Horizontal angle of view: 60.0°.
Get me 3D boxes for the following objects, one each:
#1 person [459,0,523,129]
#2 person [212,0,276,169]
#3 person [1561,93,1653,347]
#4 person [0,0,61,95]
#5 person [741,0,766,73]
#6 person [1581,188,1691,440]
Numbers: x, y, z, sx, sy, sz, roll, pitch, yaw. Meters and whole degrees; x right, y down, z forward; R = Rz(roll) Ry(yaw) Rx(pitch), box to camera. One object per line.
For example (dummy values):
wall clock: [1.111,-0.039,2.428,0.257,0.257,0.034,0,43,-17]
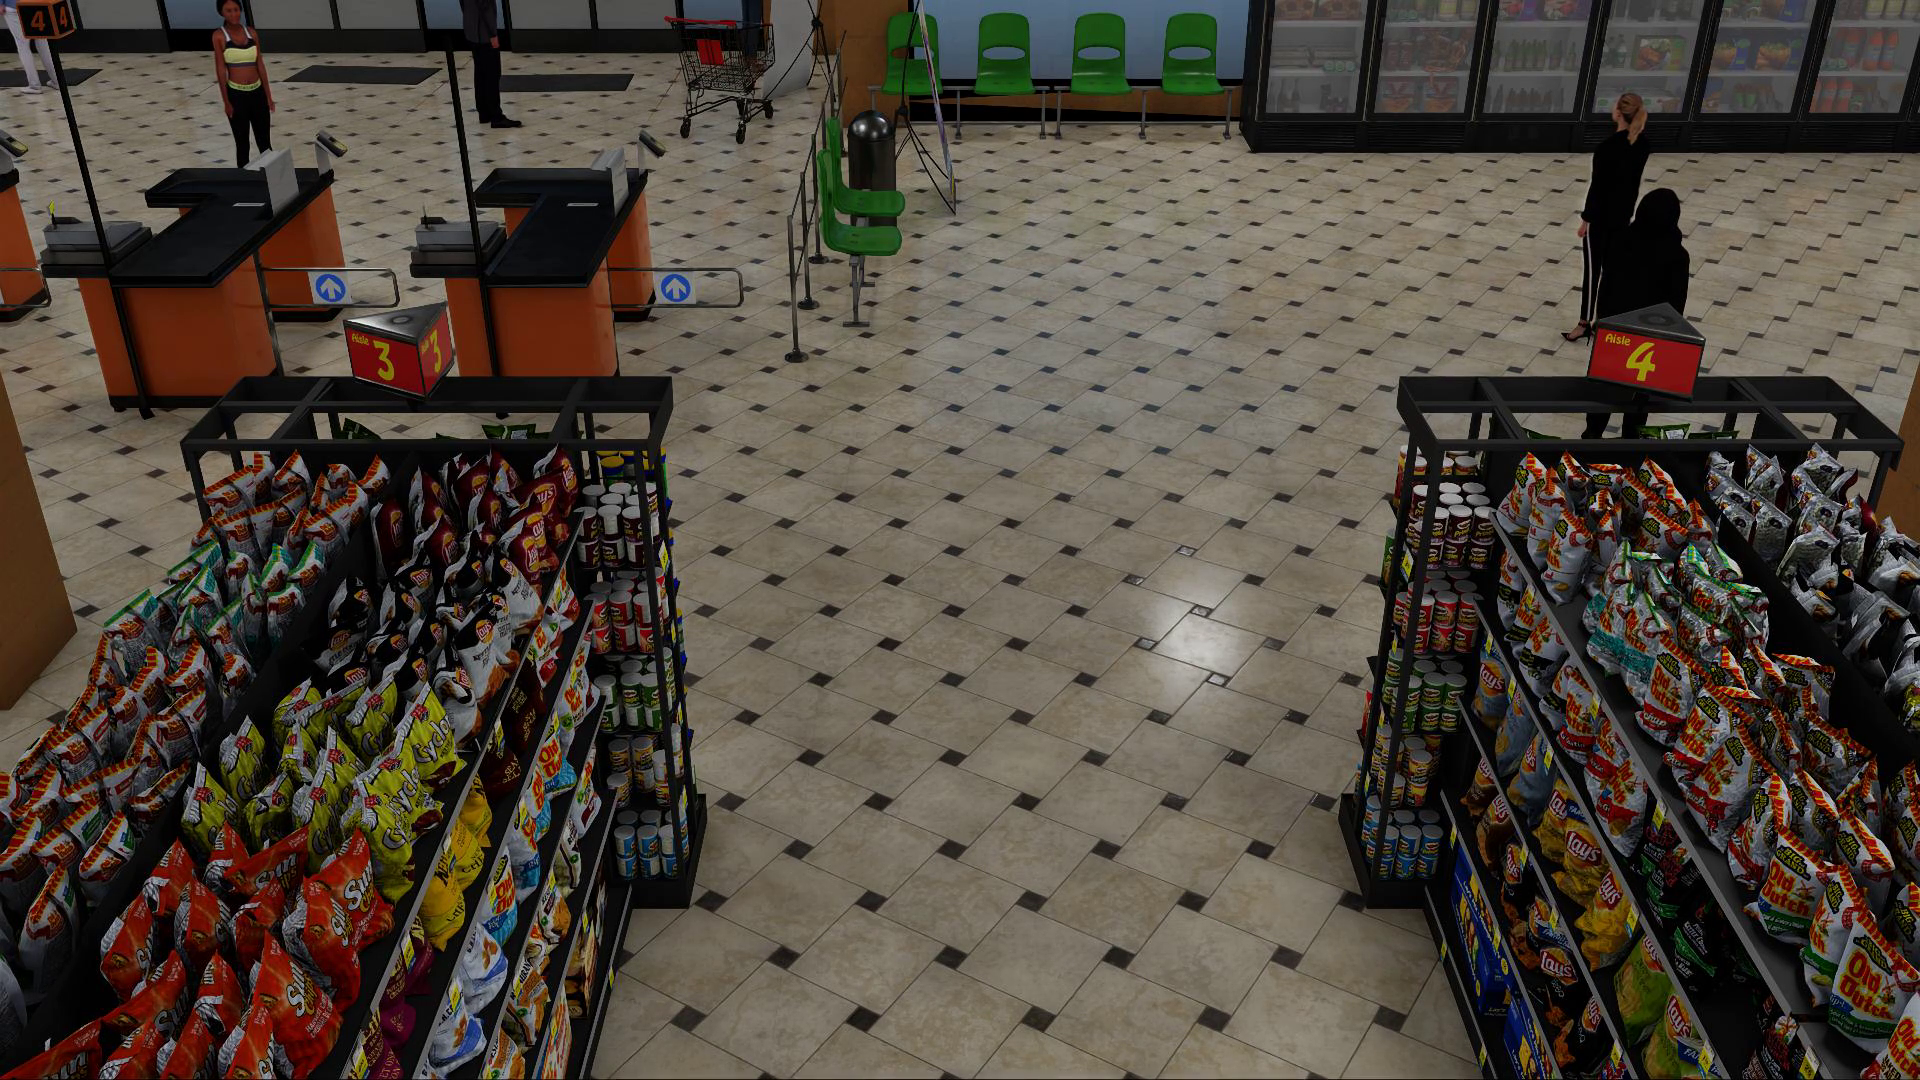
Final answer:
person: [-4.668,-4.988,16.262,0.864,1.842,0.774,-21,35,-33]
person: [-6.008,-3.698,13.991,0.640,1.755,0.693,-24,36,-36]
person: [4.369,-2.149,11.205,0.688,1.706,0.687,-13,31,-23]
person: [-9.866,-5.657,17.439,0.797,1.887,0.679,16,32,27]
person: [-2.321,-6.104,18.358,0.734,1.792,0.620,-15,32,-26]
person: [3.900,-1.232,9.619,0.773,1.616,0.823,23,36,35]
